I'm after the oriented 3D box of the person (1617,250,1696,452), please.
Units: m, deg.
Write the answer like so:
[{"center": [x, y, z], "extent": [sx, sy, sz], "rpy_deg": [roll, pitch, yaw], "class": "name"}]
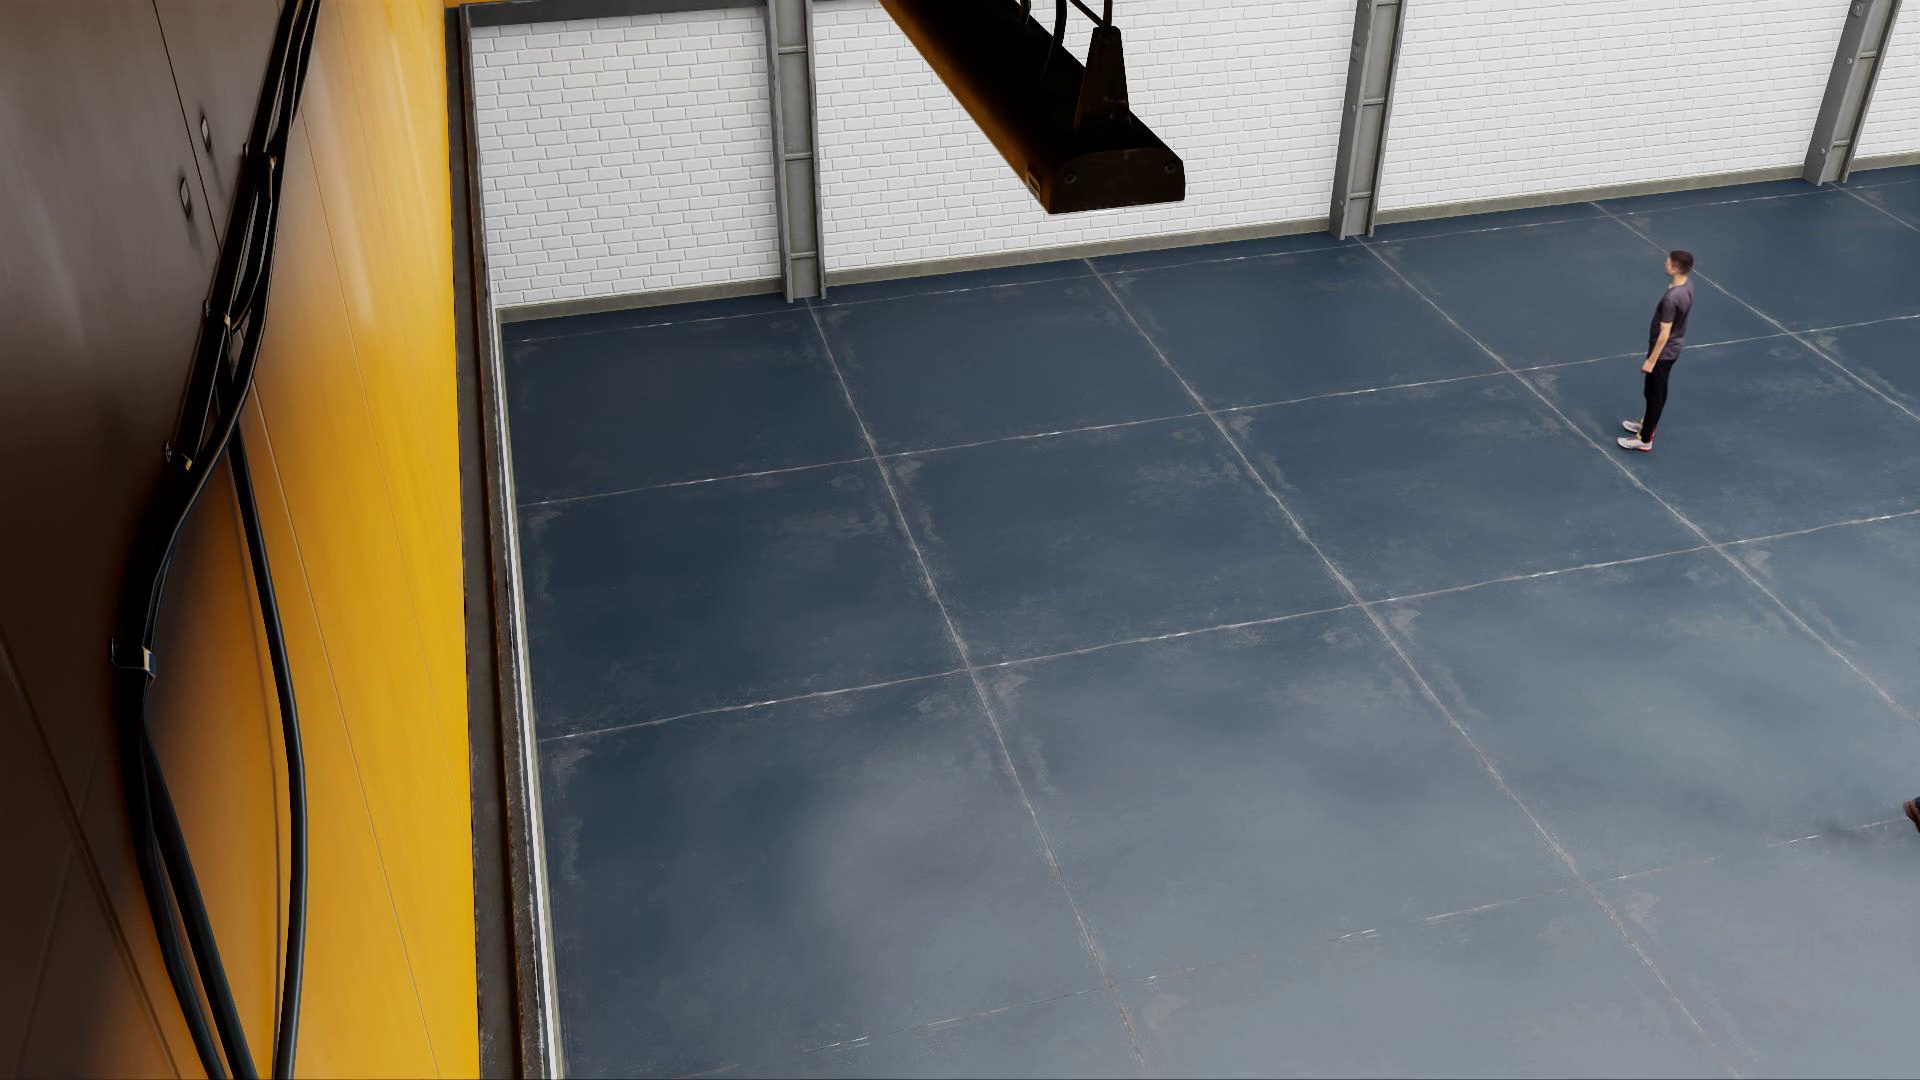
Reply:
[{"center": [5.826, -1.573, 13.772], "extent": [0.780, 1.762, 0.715], "rpy_deg": [19, 38, 26], "class": "person"}]
